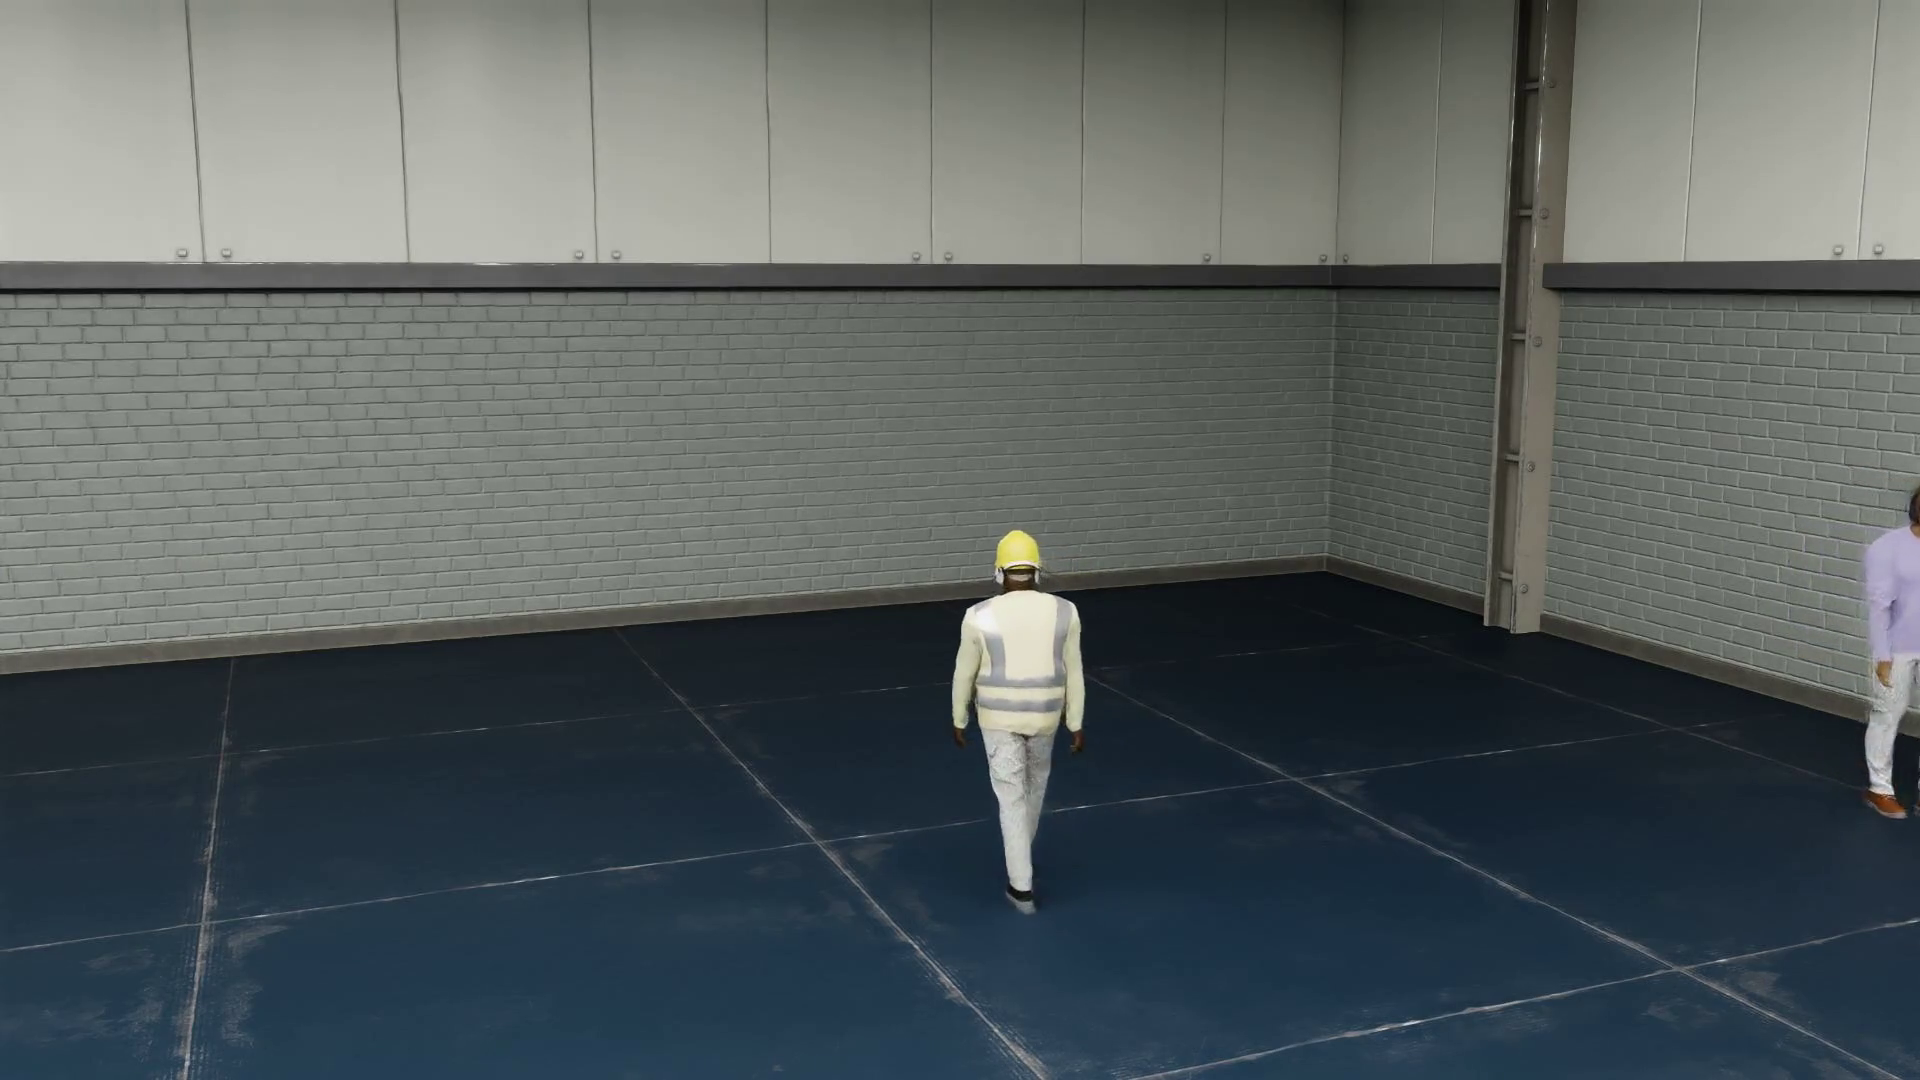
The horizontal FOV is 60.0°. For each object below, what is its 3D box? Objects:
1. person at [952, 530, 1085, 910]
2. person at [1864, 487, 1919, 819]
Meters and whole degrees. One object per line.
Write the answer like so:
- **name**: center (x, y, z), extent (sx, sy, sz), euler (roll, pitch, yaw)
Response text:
- **person**: center (0.253, 0.839, 8.202), extent (0.626, 1.792, 0.873), euler (-2, 9, -13)
- **person**: center (5.270, 0.639, 9.095), extent (0.635, 1.910, 0.743), euler (0, 9, 0)
